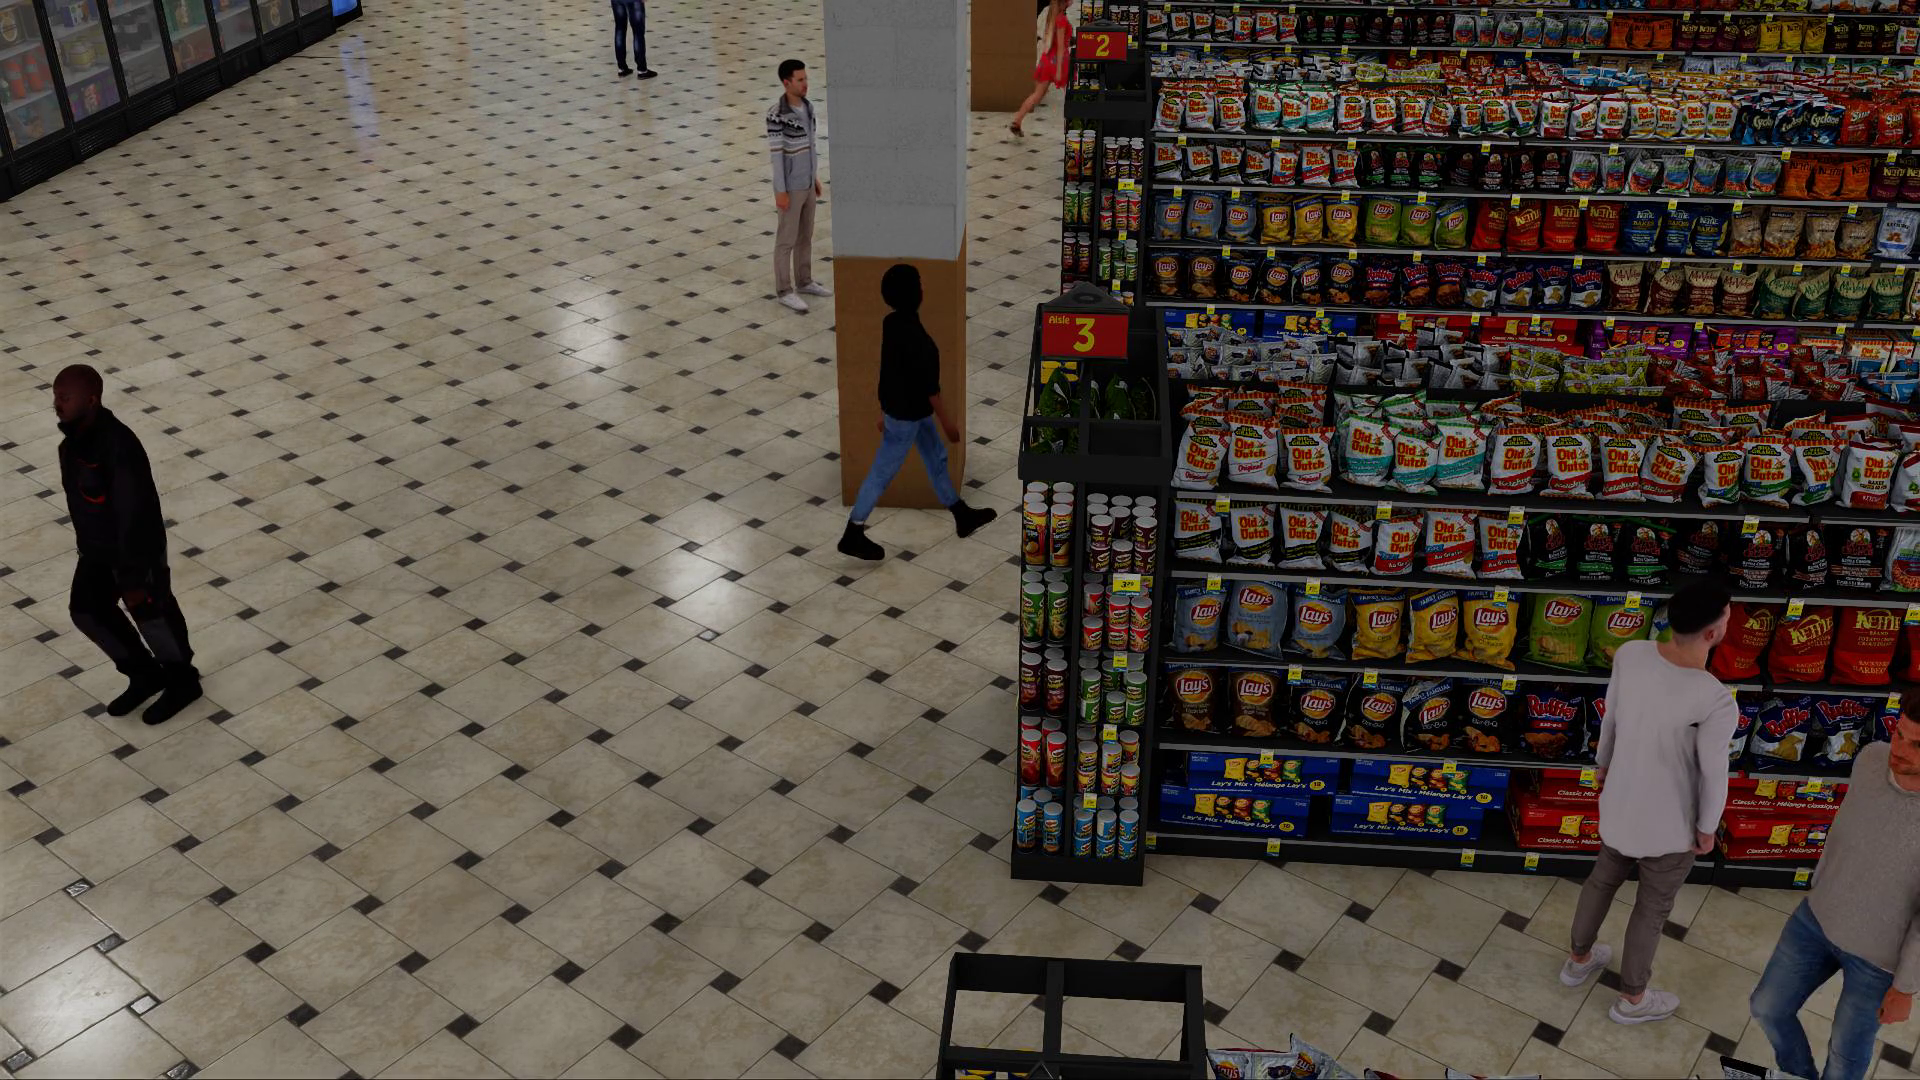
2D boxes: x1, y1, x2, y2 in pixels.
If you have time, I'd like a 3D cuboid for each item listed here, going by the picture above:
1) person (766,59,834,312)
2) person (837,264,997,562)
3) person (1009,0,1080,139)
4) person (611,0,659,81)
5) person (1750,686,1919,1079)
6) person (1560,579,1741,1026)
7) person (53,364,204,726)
[{"bbox_3d":[-1.257,-2.720,12.644,0.714,1.862,0.758,14,32,24],"label":"person"},{"bbox_3d":[-0.383,-0.626,9.036,1.245,1.645,0.892,-7,29,-13],"label":"person"},{"bbox_3d":[0.881,-4.758,16.705,1.148,1.548,0.891,-11,31,-20],"label":"person"},{"bbox_3d":[-3.835,-6.254,19.155,0.671,1.825,0.849,13,31,23],"label":"person"},{"bbox_3d":[2.971,1.248,5.347,0.775,1.890,0.783,-9,30,-17],"label":"person"},{"bbox_3d":[2.493,0.932,5.977,0.761,1.840,0.753,-15,32,-25],"label":"person"},{"bbox_3d":[-3.796,-0.013,7.736,0.803,1.814,0.907,20,34,32],"label":"person"}]
